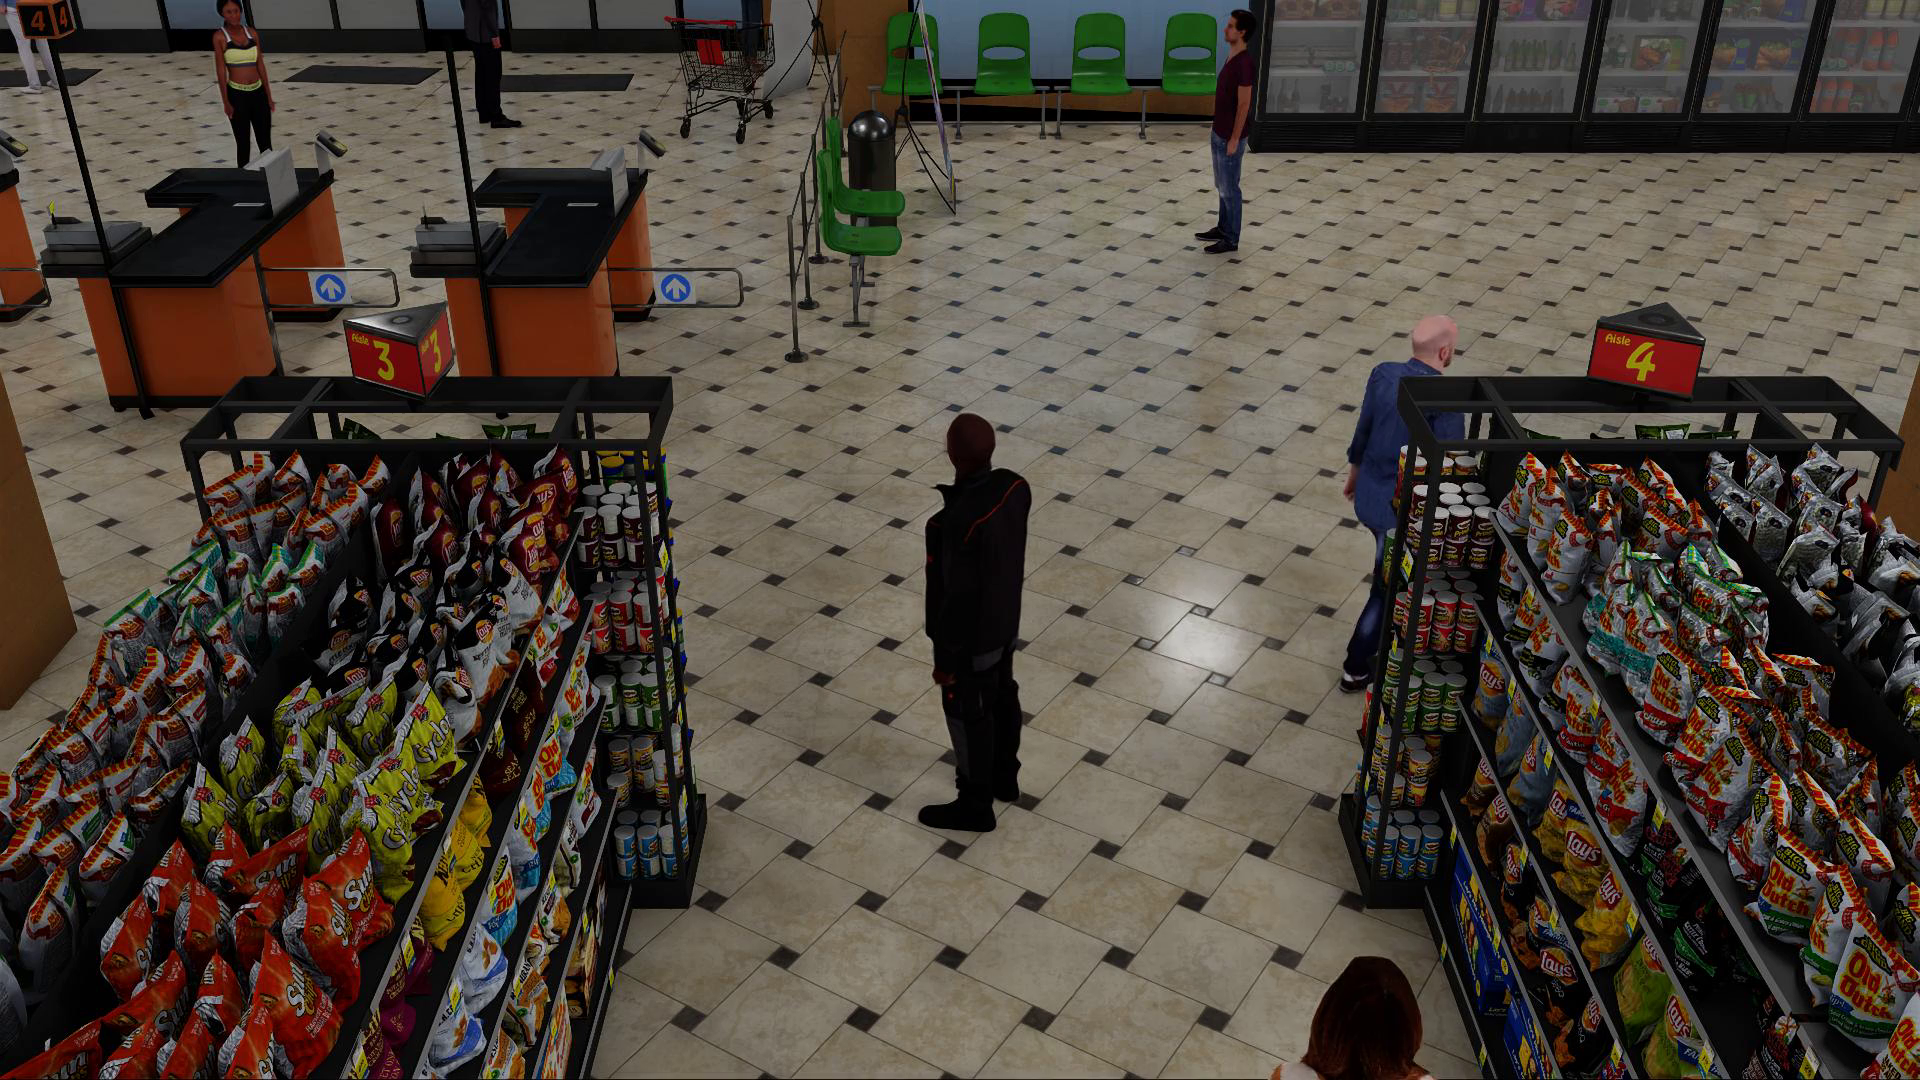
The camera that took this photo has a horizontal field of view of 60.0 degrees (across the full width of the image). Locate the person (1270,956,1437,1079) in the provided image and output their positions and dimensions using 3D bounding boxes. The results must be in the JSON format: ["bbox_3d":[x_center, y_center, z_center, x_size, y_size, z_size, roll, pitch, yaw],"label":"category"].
[{"bbox_3d":[0.888,1.776,3.951,0.705,1.767,0.999,5,29,10],"label":"person"}]

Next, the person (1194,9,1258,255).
[{"bbox_3d":[2.107,-3.181,12.935,0.726,1.859,0.504,-2,29,-3],"label":"person"}]

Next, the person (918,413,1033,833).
[{"bbox_3d":[0.083,0.334,6.534,0.842,1.823,0.710,14,32,25],"label":"person"}]

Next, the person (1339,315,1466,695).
[{"bbox_3d":[1.875,-0.107,7.365,1.017,1.801,0.980,-16,32,-27],"label":"person"}]

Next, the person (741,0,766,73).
[{"bbox_3d":[-2.328,-6.104,18.358,0.727,1.792,0.616,-15,32,-25],"label":"person"}]

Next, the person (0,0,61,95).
[{"bbox_3d":[-9.848,-5.658,17.441,0.804,1.888,0.686,16,32,26],"label":"person"}]

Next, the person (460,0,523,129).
[{"bbox_3d":[-4.656,-4.995,16.278,0.863,1.840,0.766,-21,35,-33],"label":"person"}]

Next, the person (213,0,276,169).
[{"bbox_3d":[-5.995,-3.694,13.984,0.638,1.753,0.692,-24,37,-37],"label":"person"}]
